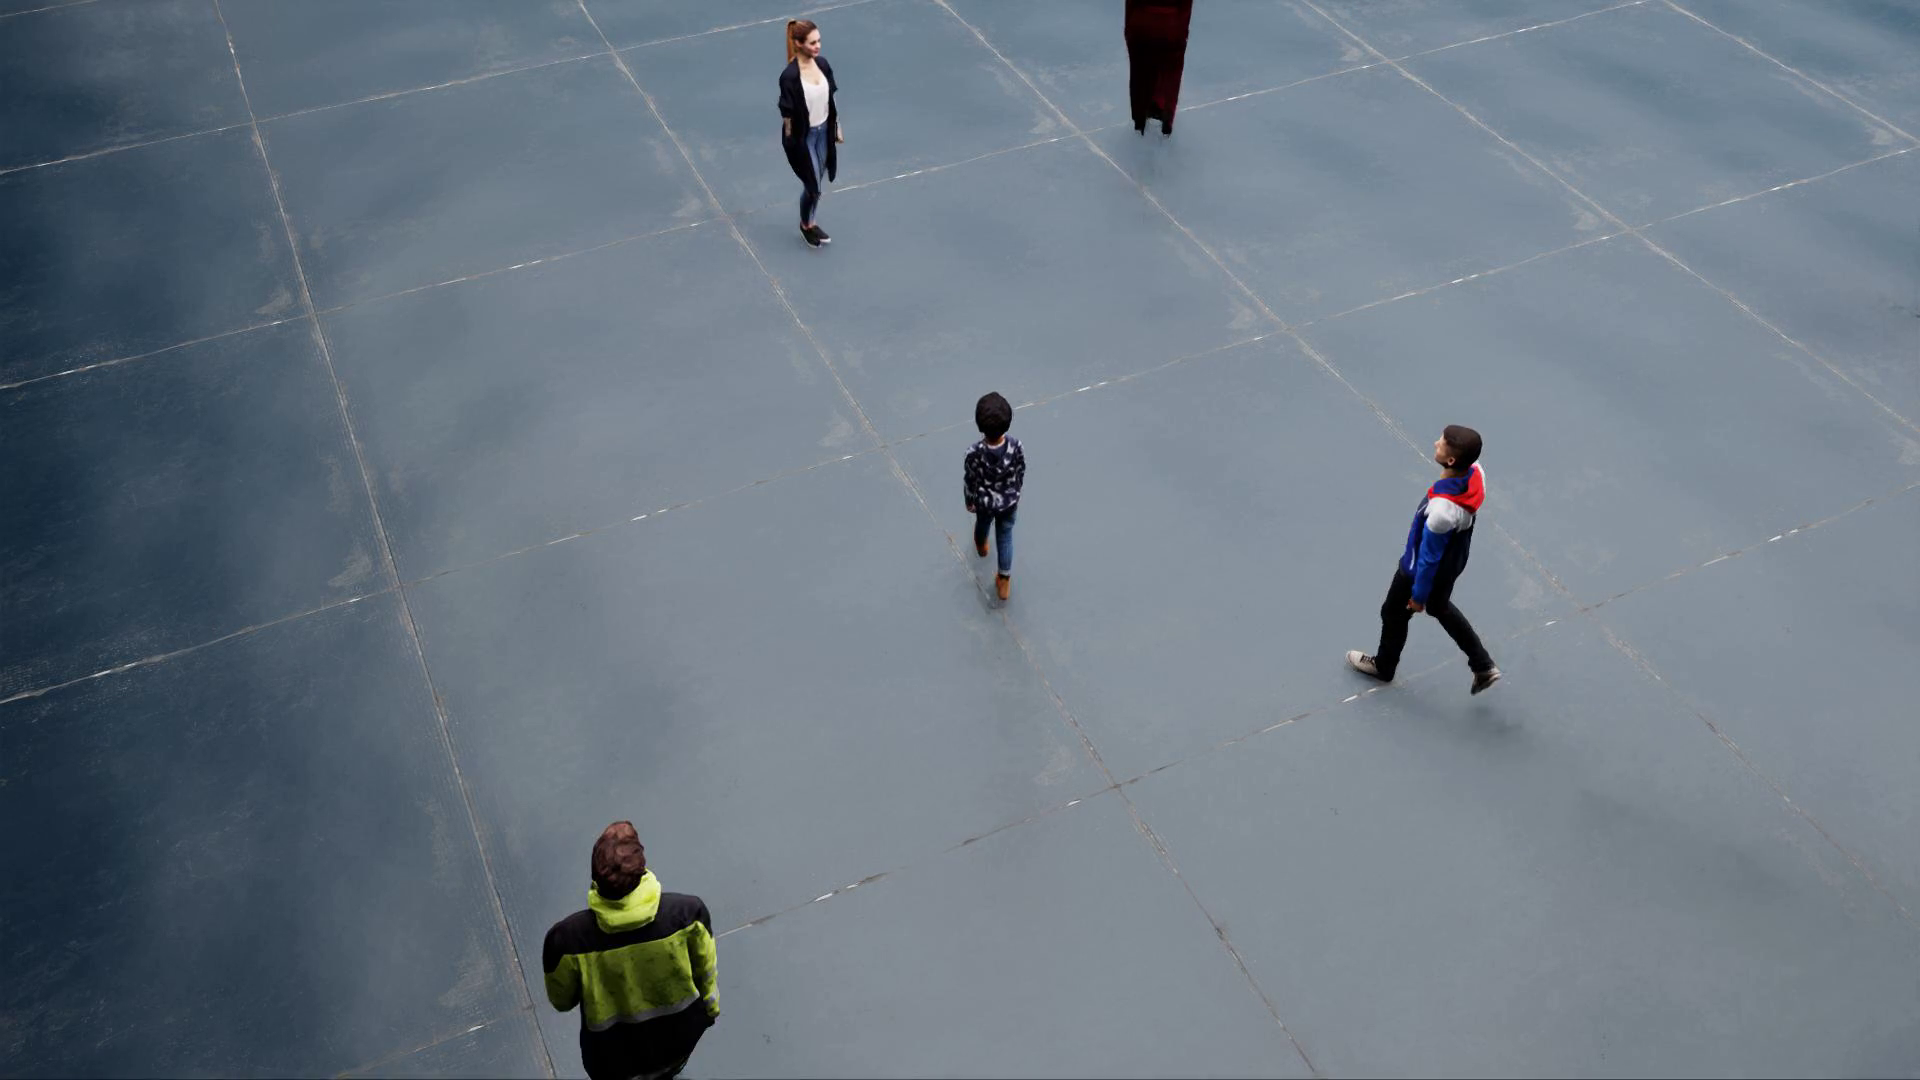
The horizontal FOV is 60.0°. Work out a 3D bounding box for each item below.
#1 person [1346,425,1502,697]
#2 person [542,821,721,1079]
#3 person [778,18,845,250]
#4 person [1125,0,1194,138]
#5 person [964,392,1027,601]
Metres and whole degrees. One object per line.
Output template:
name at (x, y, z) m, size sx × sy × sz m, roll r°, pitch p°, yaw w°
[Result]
person at (2.439, 0.154, 8.293) m, size 1.122 × 1.740 × 0.933 m, roll 27°, pitch 49°, yaw 26°
person at (-1.186, 1.870, 6.255) m, size 0.790 × 1.938 × 1.201 m, roll -16°, pitch 45°, yaw -17°
person at (-1.113, -2.857, 11.656) m, size 0.790 × 1.675 × 0.746 m, roll 32°, pitch 51°, yaw 30°
person at (1.498, -3.838, 12.684) m, size 0.824 × 1.746 × 0.885 m, roll 2°, pitch 42°, yaw 2°
person at (0.209, -0.223, 9.090) m, size 0.691 × 1.226 × 0.901 m, roll -3°, pitch 42°, yaw -3°
